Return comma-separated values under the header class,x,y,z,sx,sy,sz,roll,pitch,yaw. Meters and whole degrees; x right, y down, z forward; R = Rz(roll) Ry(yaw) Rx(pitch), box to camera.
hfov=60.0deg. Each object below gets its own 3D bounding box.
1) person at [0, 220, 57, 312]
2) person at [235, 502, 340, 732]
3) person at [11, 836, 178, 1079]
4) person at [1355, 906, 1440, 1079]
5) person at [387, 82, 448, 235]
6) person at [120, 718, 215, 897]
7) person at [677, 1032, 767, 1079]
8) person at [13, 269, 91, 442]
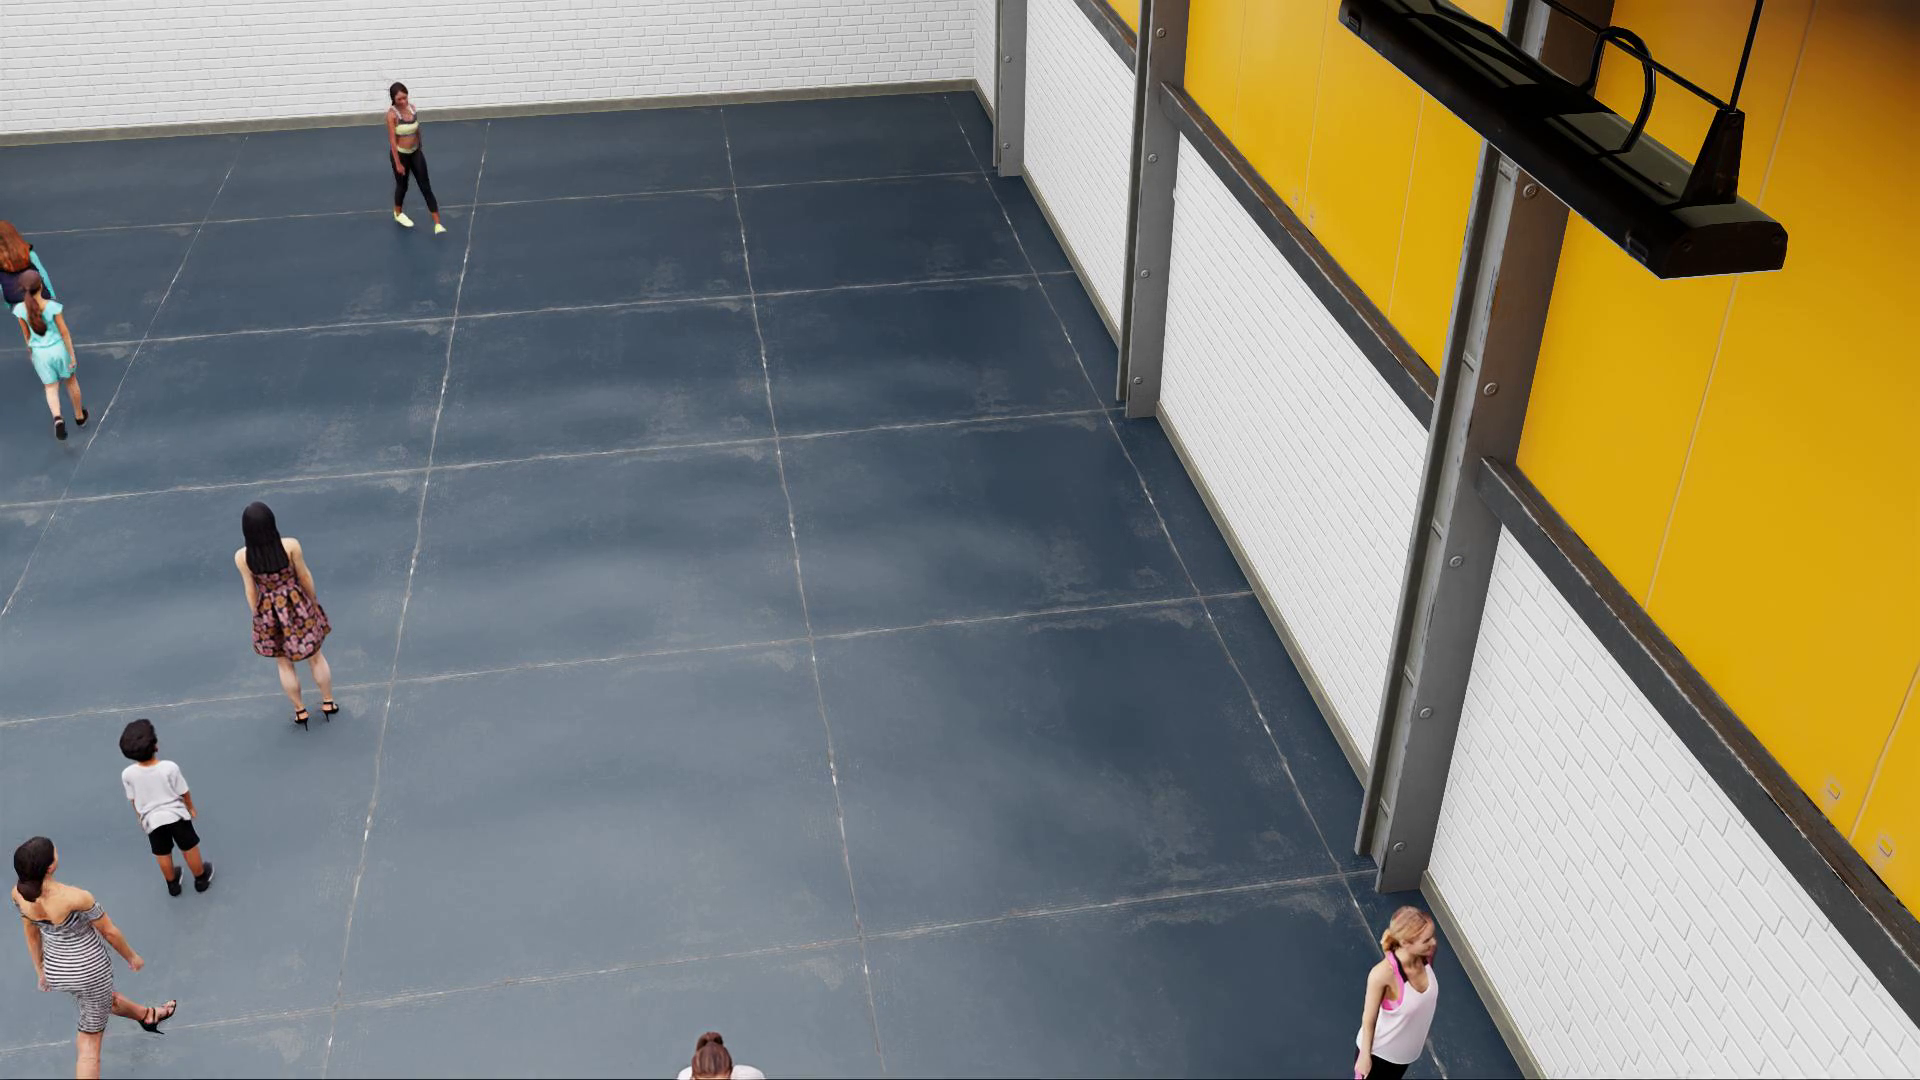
class,x,y,z,sx,sy,sz,roll,pitch,yaw
person,-8.652,-2.226,15.443,0.567,1.478,0.931,-5,34,-7
person,-4.482,0.503,11.072,0.740,1.774,0.758,-15,36,-21
person,-4.477,2.293,8.379,0.904,1.773,1.189,7,34,11
person,2.092,2.448,8.134,0.683,1.785,0.662,-21,39,-29
person,-6.094,-4.183,18.182,1.201,1.706,1.056,23,40,30
person,-4.736,1.605,9.880,0.497,1.257,0.510,-9,35,-14
person,-1.087,2.848,7.620,0.690,1.689,0.645,-14,36,-20
person,-7.894,-1.587,14.425,0.632,1.542,0.937,-10,35,-15
